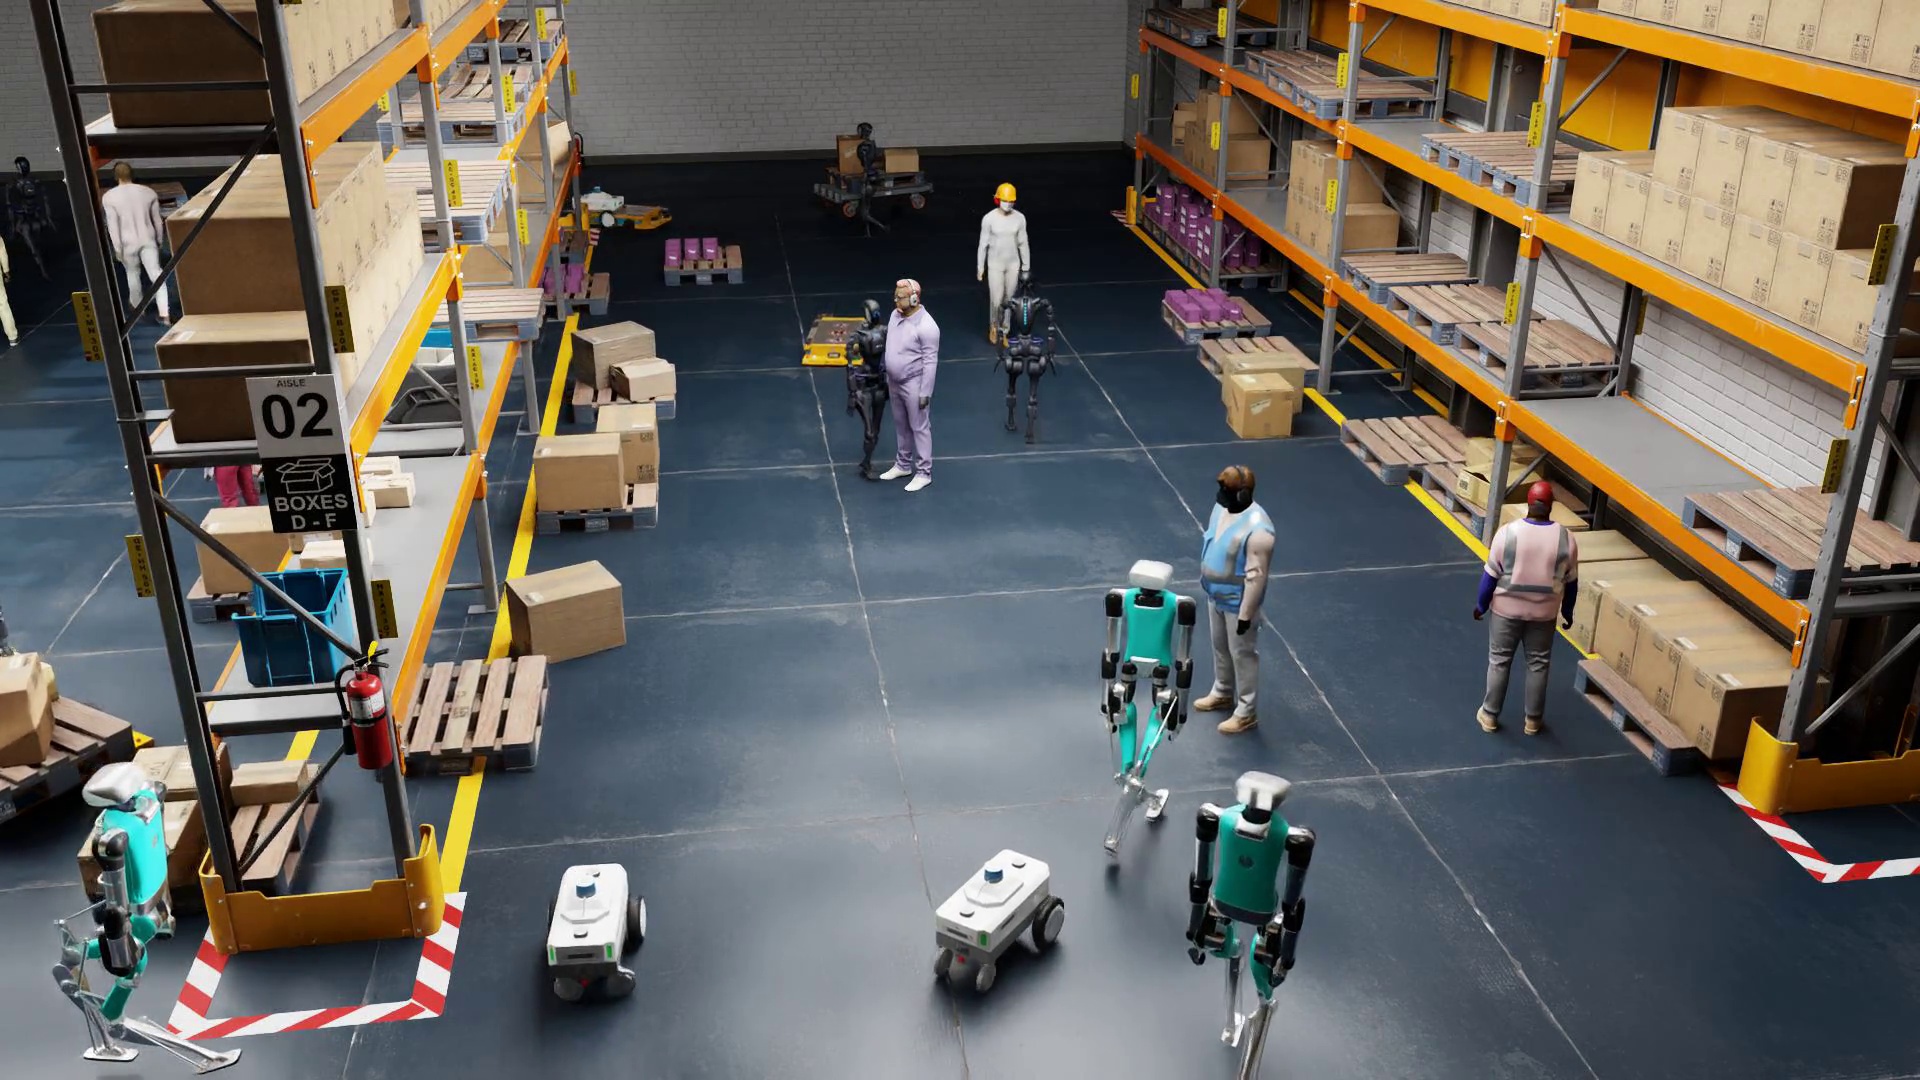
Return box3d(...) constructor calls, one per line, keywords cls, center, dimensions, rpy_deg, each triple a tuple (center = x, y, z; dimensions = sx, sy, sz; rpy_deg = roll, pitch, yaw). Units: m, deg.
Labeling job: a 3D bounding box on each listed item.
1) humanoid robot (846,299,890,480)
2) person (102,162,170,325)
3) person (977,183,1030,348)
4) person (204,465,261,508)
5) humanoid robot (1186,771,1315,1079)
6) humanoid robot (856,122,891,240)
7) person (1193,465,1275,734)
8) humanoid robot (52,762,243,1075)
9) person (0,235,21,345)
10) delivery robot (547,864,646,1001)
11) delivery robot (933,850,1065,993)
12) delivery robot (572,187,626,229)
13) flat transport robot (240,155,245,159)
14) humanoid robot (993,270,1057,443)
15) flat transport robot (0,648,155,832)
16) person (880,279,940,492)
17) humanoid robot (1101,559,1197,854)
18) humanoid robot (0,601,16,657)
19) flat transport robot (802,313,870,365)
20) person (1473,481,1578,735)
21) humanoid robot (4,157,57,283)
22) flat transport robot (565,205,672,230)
box3d(cls="humanoid robot", center=(-0.788, -1.382, 15.091), dimensions=(0.593, 1.647, 0.477), rpy_deg=(-17, 29, -34))
box3d(cls="person", center=(-9.744, -3.529, 19.713), dimensions=(0.638, 1.872, 1.038), rpy_deg=(-19, 30, -36))
box3d(cls="person", center=(0.500, -3.069, 18.667), dimensions=(0.595, 1.876, 0.453), rpy_deg=(-6, 25, -14))
box3d(cls="person", center=(-5.894, -0.632, 13.426), dimensions=(0.284, 1.626, 0.497), rpy_deg=(8, 25, 18))
box3d(cls="humanoid robot", center=(1.389, 1.778, 7.828), dimensions=(0.552, 1.784, 0.875), rpy_deg=(10, 26, 21))
box3d(cls="humanoid robot", center=(-1.231, -5.062, 23.461), dimensions=(0.485, 1.639, 0.616), rpy_deg=(1, 24, 3))
box3d(cls="person", center=(1.780, 0.377, 10.875), dimensions=(0.430, 1.836, 0.640), rpy_deg=(-8, 25, -18))
box3d(cls="humanoid robot", center=(-3.961, 1.826, 7.710), dimensions=(1.021, 1.747, 0.542), rpy_deg=(0, 24, -1))
box3d(cls="person", center=(-11.025, -3.035, 18.746), dimensions=(0.567, 1.746, 0.337), rpy_deg=(-14, 27, -29))
box3d(cls="delivery robot", center=(-1.925, 2.023, 8.737), dimensions=(0.524, 0.614, 0.786), rpy_deg=(-2, 24, -4))
box3d(cls="delivery robot", center=(0.183, 1.969, 8.827), dimensions=(0.499, 0.587, 0.782), rpy_deg=(15, 28, 30))
box3d(cls="delivery robot", center=(-5.287, -4.882, 24.461), dimensions=(0.793, 0.608, 0.499), rpy_deg=(5, 24, 11))
box3d(cls="flat transport robot", center=(-9.966, -4.998, 25.065), dimensions=(1.431, 0.231, 0.659), rpy_deg=(-18, 29, -35))
box3d(cls="humanoid robot", center=(0.625, -1.794, 16.026), dimensions=(0.616, 1.636, 0.583), rpy_deg=(0, 24, 0))
box3d(cls="flat transport robot", center=(-5.852, 1.467, 10.335), dimensions=(0.659, 0.231, 1.431), rpy_deg=(13, 27, 27))
box3d(cls="person", center=(-0.466, -1.386, 14.801), dimensions=(0.414, 1.908, 0.642), rpy_deg=(-17, 29, -34))
box3d(cls="humanoid robot", center=(0.999, 1.078, 9.482), dimensions=(0.530, 1.752, 1.038), rpy_deg=(7, 25, 16))
box3d(cls="humanoid robot", center=(-6.249, 0.672, 10.396), dimensions=(0.601, 1.643, 0.351), rpy_deg=(-12, 27, -26))
box3d(cls="flat transport robot", center=(-1.371, -2.267, 18.843), dimensions=(0.659, 0.231, 1.431), rpy_deg=(1, 24, 2))
box3d(cls="person", center=(3.671, 0.444, 10.820), dimensions=(0.619, 1.750, 0.419), rpy_deg=(5, 24, 10))
box3d(cls="humanoid robot", center=(-12.011, -4.131, 21.423), dimensions=(0.802, 1.612, 0.586), rpy_deg=(16, 28, 32))
box3d(cls="flat transport robot", center=(-5.049, -4.773, 24.552), dimensions=(1.431, 0.231, 0.659), rpy_deg=(6, 24, 14))
